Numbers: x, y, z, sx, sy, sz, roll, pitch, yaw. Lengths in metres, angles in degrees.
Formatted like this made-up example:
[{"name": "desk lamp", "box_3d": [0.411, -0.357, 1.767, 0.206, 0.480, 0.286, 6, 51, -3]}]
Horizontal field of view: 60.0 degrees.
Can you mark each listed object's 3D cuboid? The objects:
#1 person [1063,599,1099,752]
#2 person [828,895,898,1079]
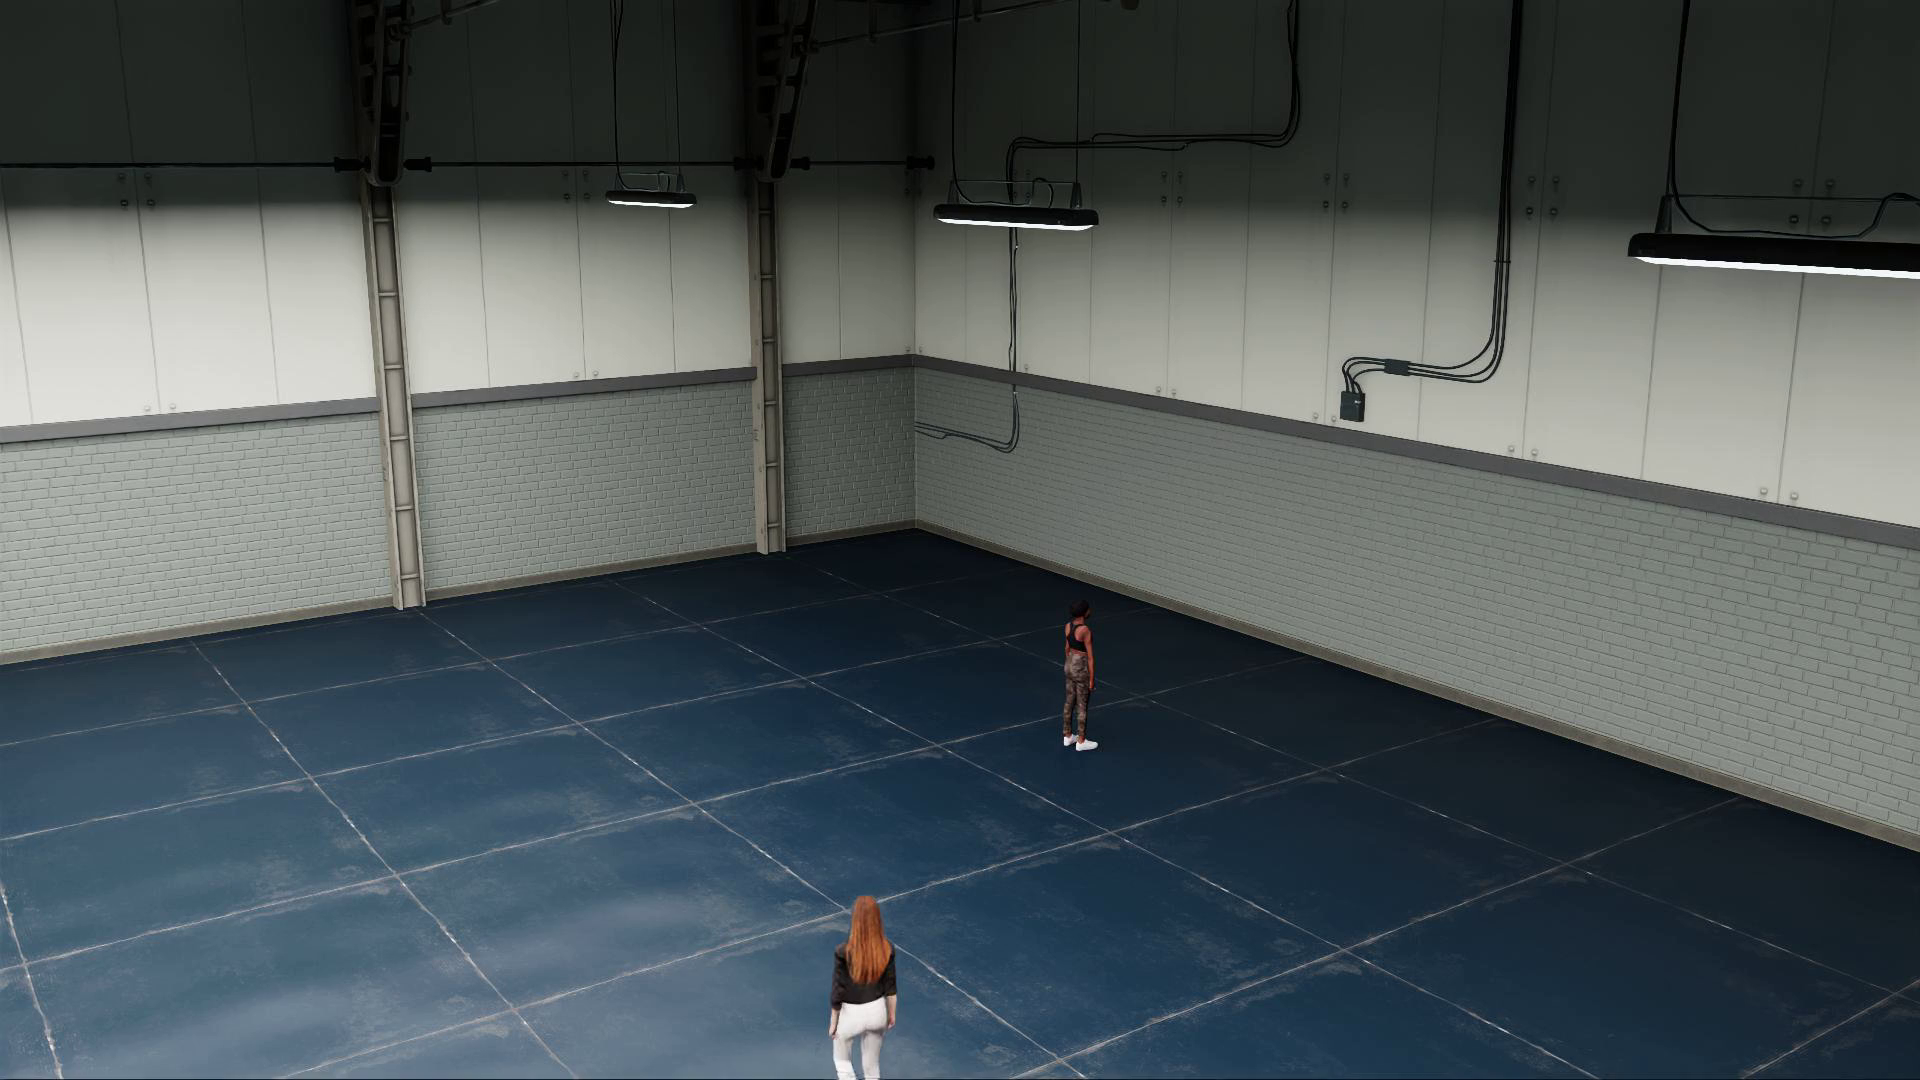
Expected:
[{"name": "person", "box_3d": [1.309, 1.465, 18.382, 0.510, 1.700, 0.581, -10, 16, -36]}, {"name": "person", "box_3d": [-0.633, 3.181, 10.976, 0.719, 1.697, 0.791, -4, 14, -16]}]
